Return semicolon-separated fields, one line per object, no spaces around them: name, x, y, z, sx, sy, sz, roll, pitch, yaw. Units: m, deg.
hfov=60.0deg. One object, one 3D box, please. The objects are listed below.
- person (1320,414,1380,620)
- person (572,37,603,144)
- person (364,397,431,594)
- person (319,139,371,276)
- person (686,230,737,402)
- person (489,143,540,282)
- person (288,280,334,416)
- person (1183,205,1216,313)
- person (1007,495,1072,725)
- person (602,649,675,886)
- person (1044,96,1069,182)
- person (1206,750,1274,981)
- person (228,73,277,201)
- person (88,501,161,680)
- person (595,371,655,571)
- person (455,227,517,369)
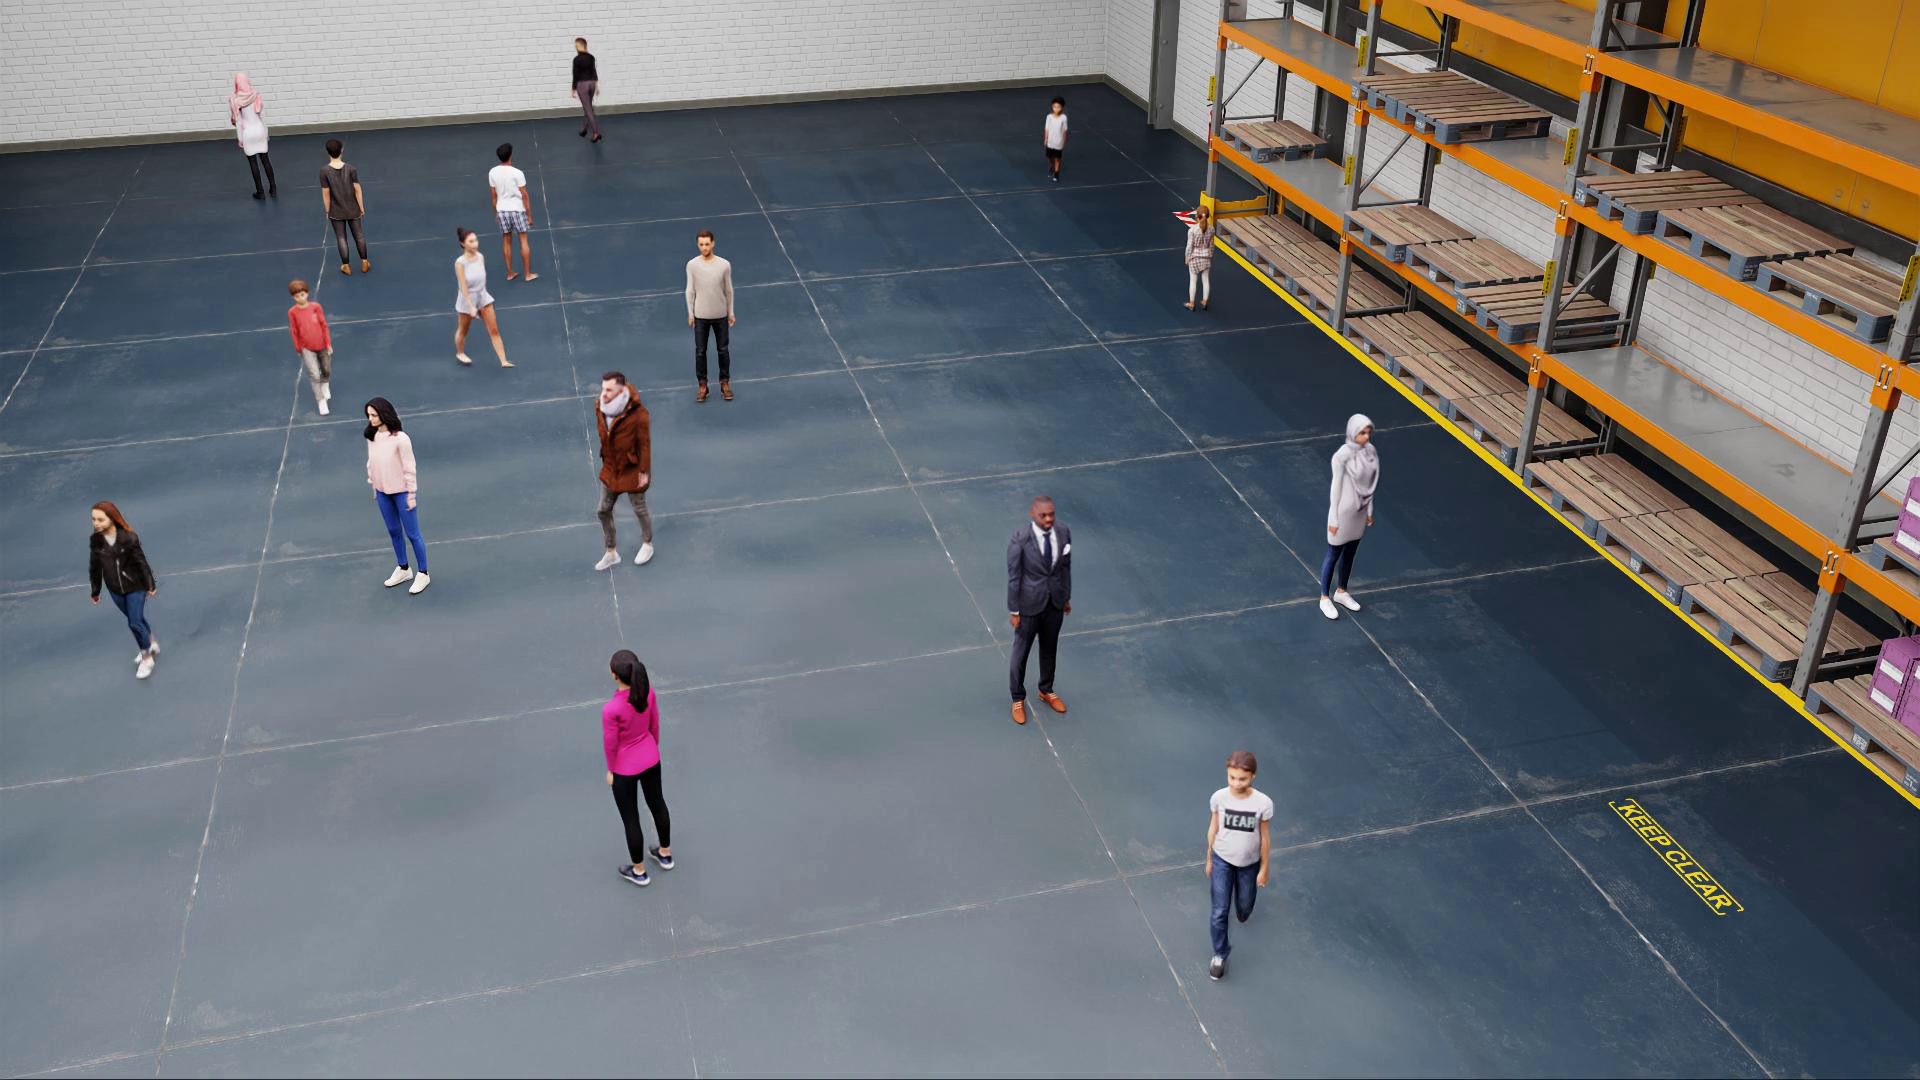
person;3.199;-0.213;13.719;0.664;1.777;0.615;-16;32;-26
person;-5.908;-7.162;26.587;0.946;1.653;0.881;16;33;27
person;-4.762;-0.393;14.056;0.725;1.768;0.770;14;31;23
person;-7.846;-4.242;21.169;0.656;1.714;0.585;-12;31;-21
person;-2.636;-2.394;17.622;0.671;1.868;0.604;-4;29;-8
person;-5.644;-4.119;20.928;0.719;1.731;0.695;6;29;10
person;-6.807;-2.075;17.520;0.660;1.404;0.956;-15;32;-26
person;2.900;-3.408;20.059;0.514;1.313;0.510;-7;29;-13
person;0.587;0.474;12.410;0.721;1.824;0.658;-12;31;-21
person;-2.086;1.453;10.747;0.717;1.698;0.676;21;35;34
person;1.445;-6.046;24.957;0.613;1.254;0.672;6;29;10
person;1.687;1.901;10.088;0.806;1.542;0.960;8;30;14
person;-10.200;-5.829;23.986;0.753;1.803;0.734;25;37;38
person;-6.514;0.316;13.074;0.720;1.465;0.805;5;29;10
person;-2.861;-0.641;14.460;0.927;1.817;0.992;10;30;18
person;-5.439;-2.642;18.398;1.131;1.559;1.012;19;34;31
